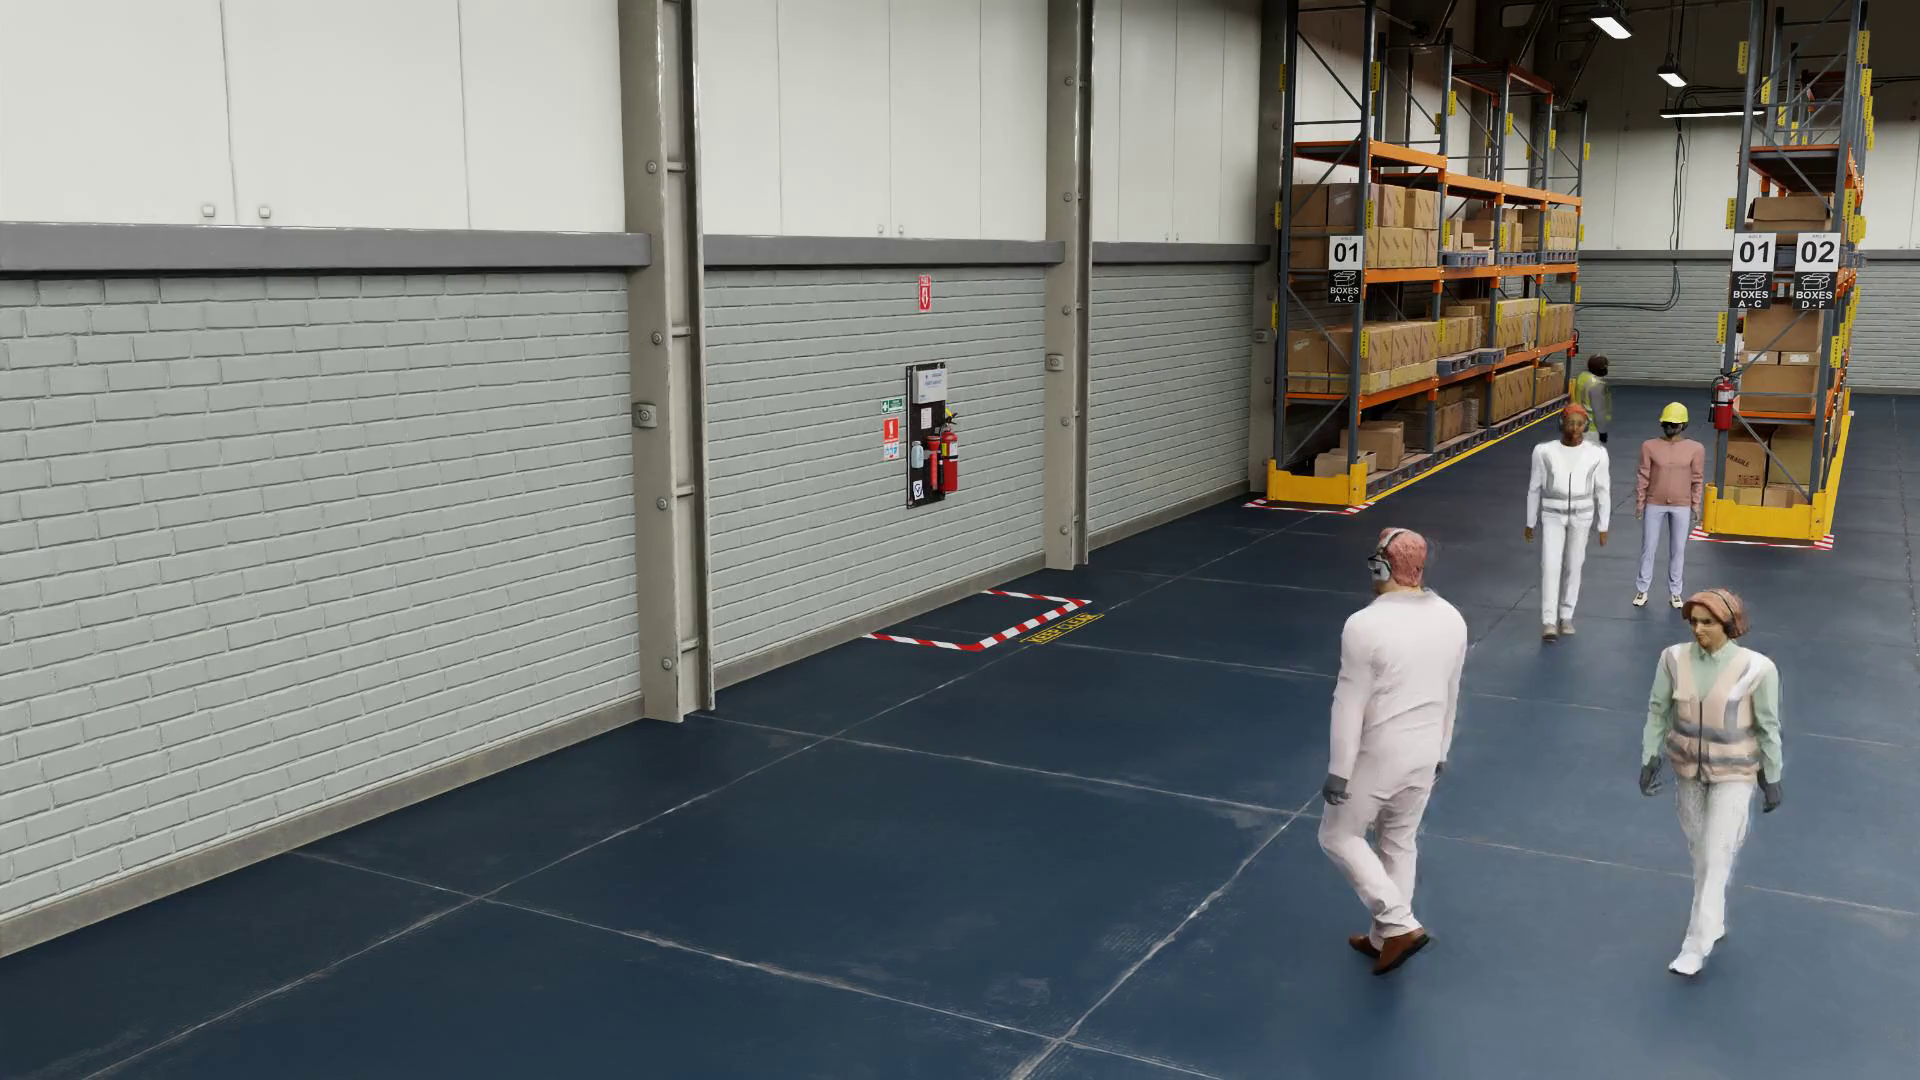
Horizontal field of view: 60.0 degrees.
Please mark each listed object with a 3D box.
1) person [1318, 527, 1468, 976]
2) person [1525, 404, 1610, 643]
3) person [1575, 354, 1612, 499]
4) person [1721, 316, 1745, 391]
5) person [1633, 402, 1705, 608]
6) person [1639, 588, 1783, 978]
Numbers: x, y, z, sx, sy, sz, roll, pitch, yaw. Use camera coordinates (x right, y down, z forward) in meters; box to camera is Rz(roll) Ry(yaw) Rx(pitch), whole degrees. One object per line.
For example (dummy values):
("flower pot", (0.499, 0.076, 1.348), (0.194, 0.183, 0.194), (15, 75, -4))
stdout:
("person", (1.781, 0.888, 6.873), (0.671, 1.891, 0.473), (-6, 11, -32))
("person", (4.741, -0.125, 12.961), (0.606, 1.837, 0.886), (3, 10, 15))
("person", (7.805, -1.391, 20.528), (0.431, 1.810, 0.727), (2, 10, 9))
("person", (14.562, -3.255, 31.160), (0.577, 1.882, 0.349), (6, 11, 31))
("person", (6.036, -0.293, 14.164), (0.527, 1.765, 0.329), (4, 10, 21))
("person", (3.092, 1.010, 6.977), (0.784, 1.603, 0.530), (-8, 12, -38))
